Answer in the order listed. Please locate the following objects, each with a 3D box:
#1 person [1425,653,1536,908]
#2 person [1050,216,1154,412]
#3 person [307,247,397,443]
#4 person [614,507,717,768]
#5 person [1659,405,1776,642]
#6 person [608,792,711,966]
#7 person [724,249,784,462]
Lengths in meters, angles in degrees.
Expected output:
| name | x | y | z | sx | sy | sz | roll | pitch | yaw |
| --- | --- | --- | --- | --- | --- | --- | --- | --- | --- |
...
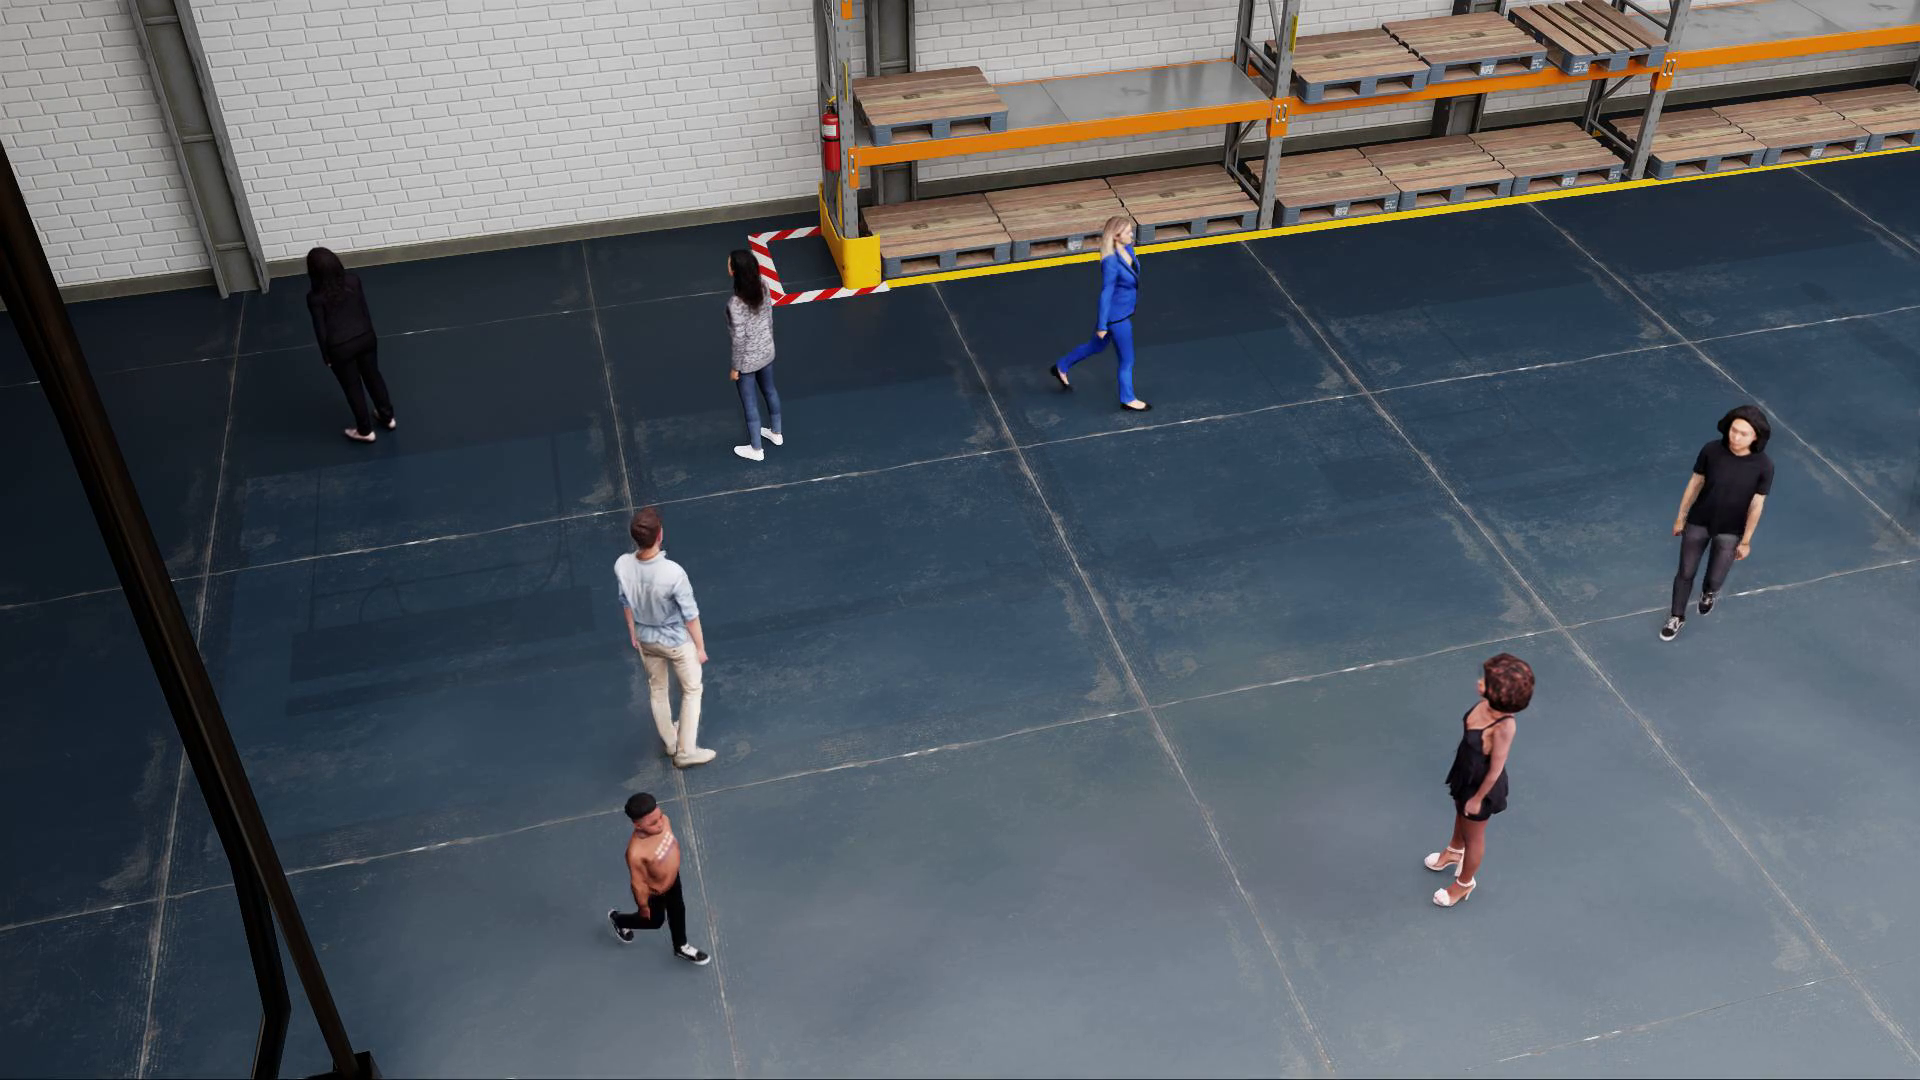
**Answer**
| name | x | y | z | sx | sy | sz | roll | pitch | yaw |
| --- | --- | --- | --- | --- | --- | --- | --- | --- | --- |
| person | 2.822 | 1.305 | 9.047 | 0.636 | 1.789 | 0.632 | 3 | 39 | 4 |
| person | 1.101 | -1.767 | 12.986 | 1.206 | 1.672 | 1.014 | 10 | 40 | 12 |
| person | -4.663 | -1.499 | 12.699 | 0.823 | 1.612 | 0.759 | 21 | 43 | 25 |
| person | -1.754 | 0.593 | 9.888 | 0.748 | 1.851 | 0.840 | 15 | 41 | 18 |
| person | 4.961 | -0.145 | 10.835 | 0.845 | 1.823 | 0.912 | 26 | 45 | 29 |
| person | -1.666 | 1.796 | 8.870 | 0.894 | 1.242 | 0.796 | 15 | 41 | 18 |
| person | -1.556 | -1.398 | 12.475 | 0.746 | 1.733 | 0.671 | 22 | 44 | 26 |
